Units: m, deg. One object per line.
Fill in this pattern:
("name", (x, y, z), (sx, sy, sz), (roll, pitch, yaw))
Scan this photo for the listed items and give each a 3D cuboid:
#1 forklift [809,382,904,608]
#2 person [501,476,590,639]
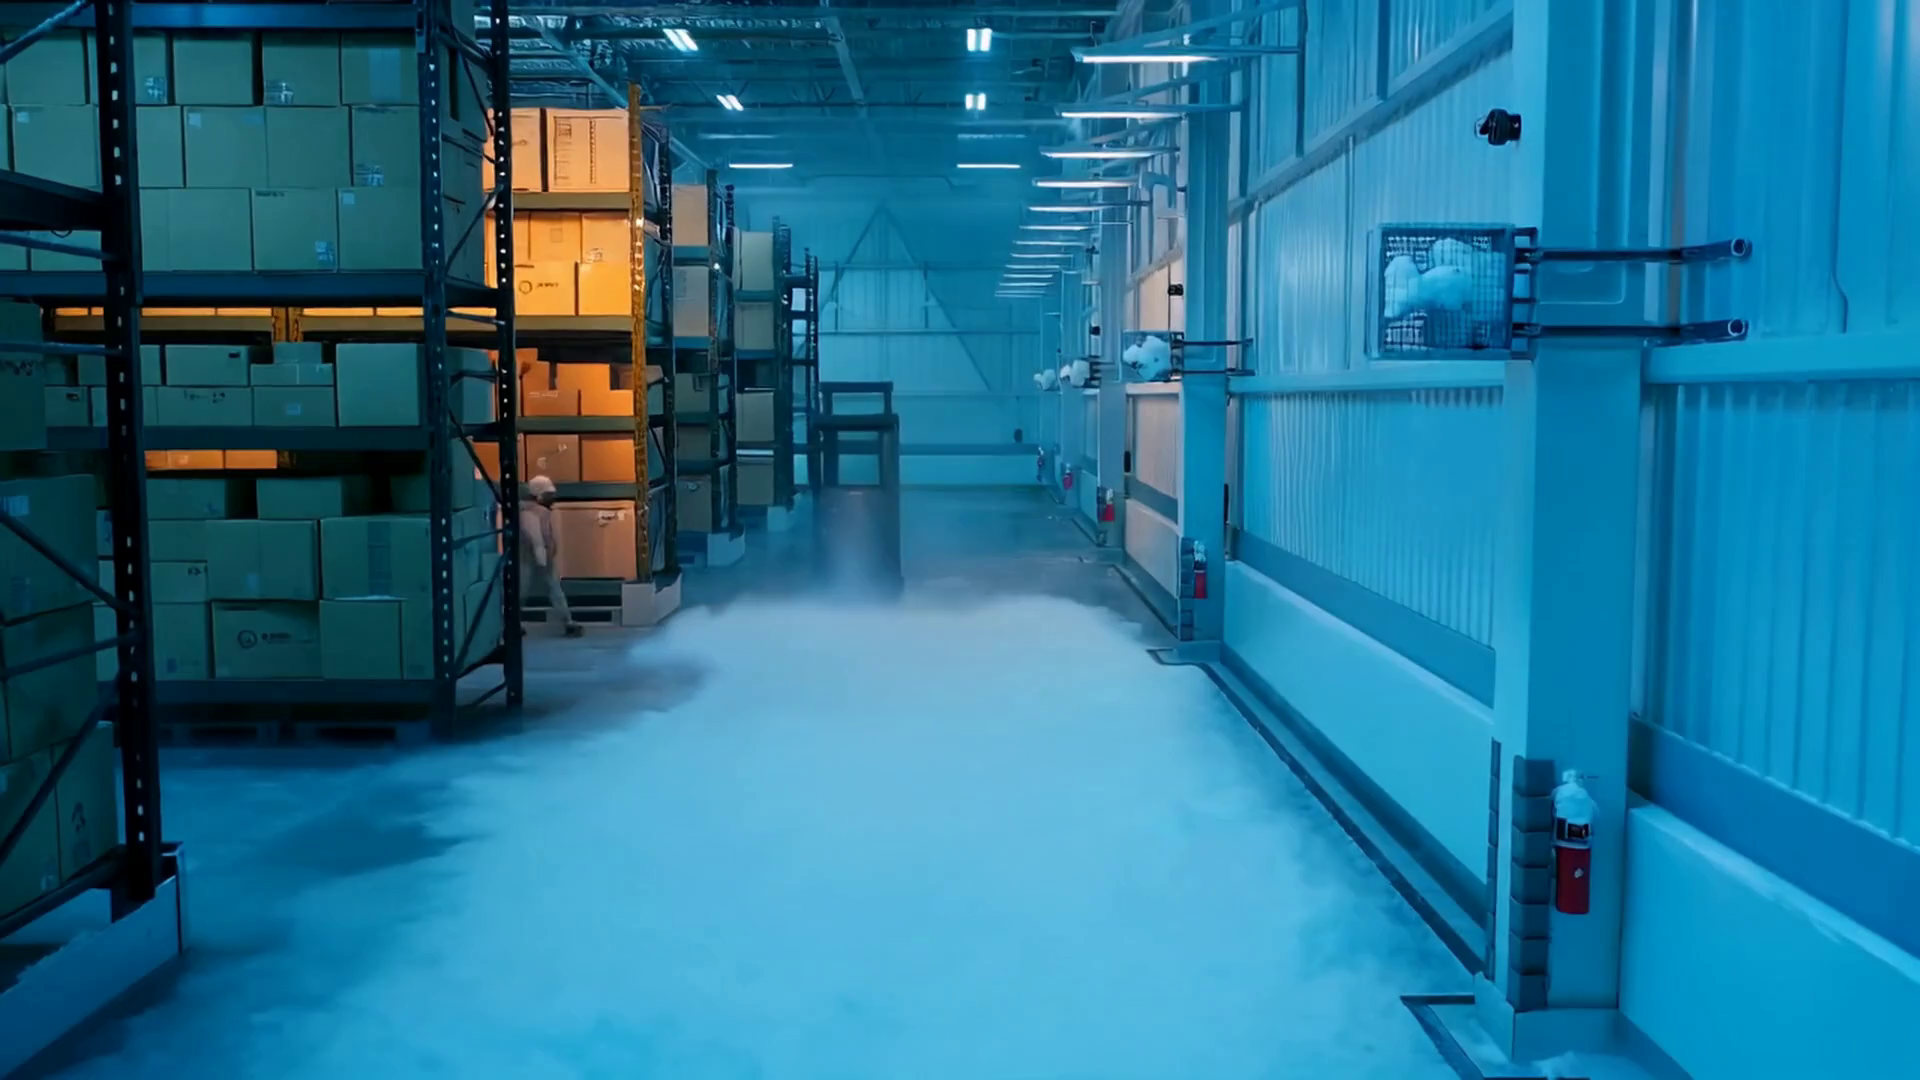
("forklift", (-1.296, -0.620, 21.140), (1.129, 2.768, 1.873), (0, 5, 0))
("person", (-4.538, 0.197, 17.980), (0.946, 1.780, 0.612), (0, 5, -1))
